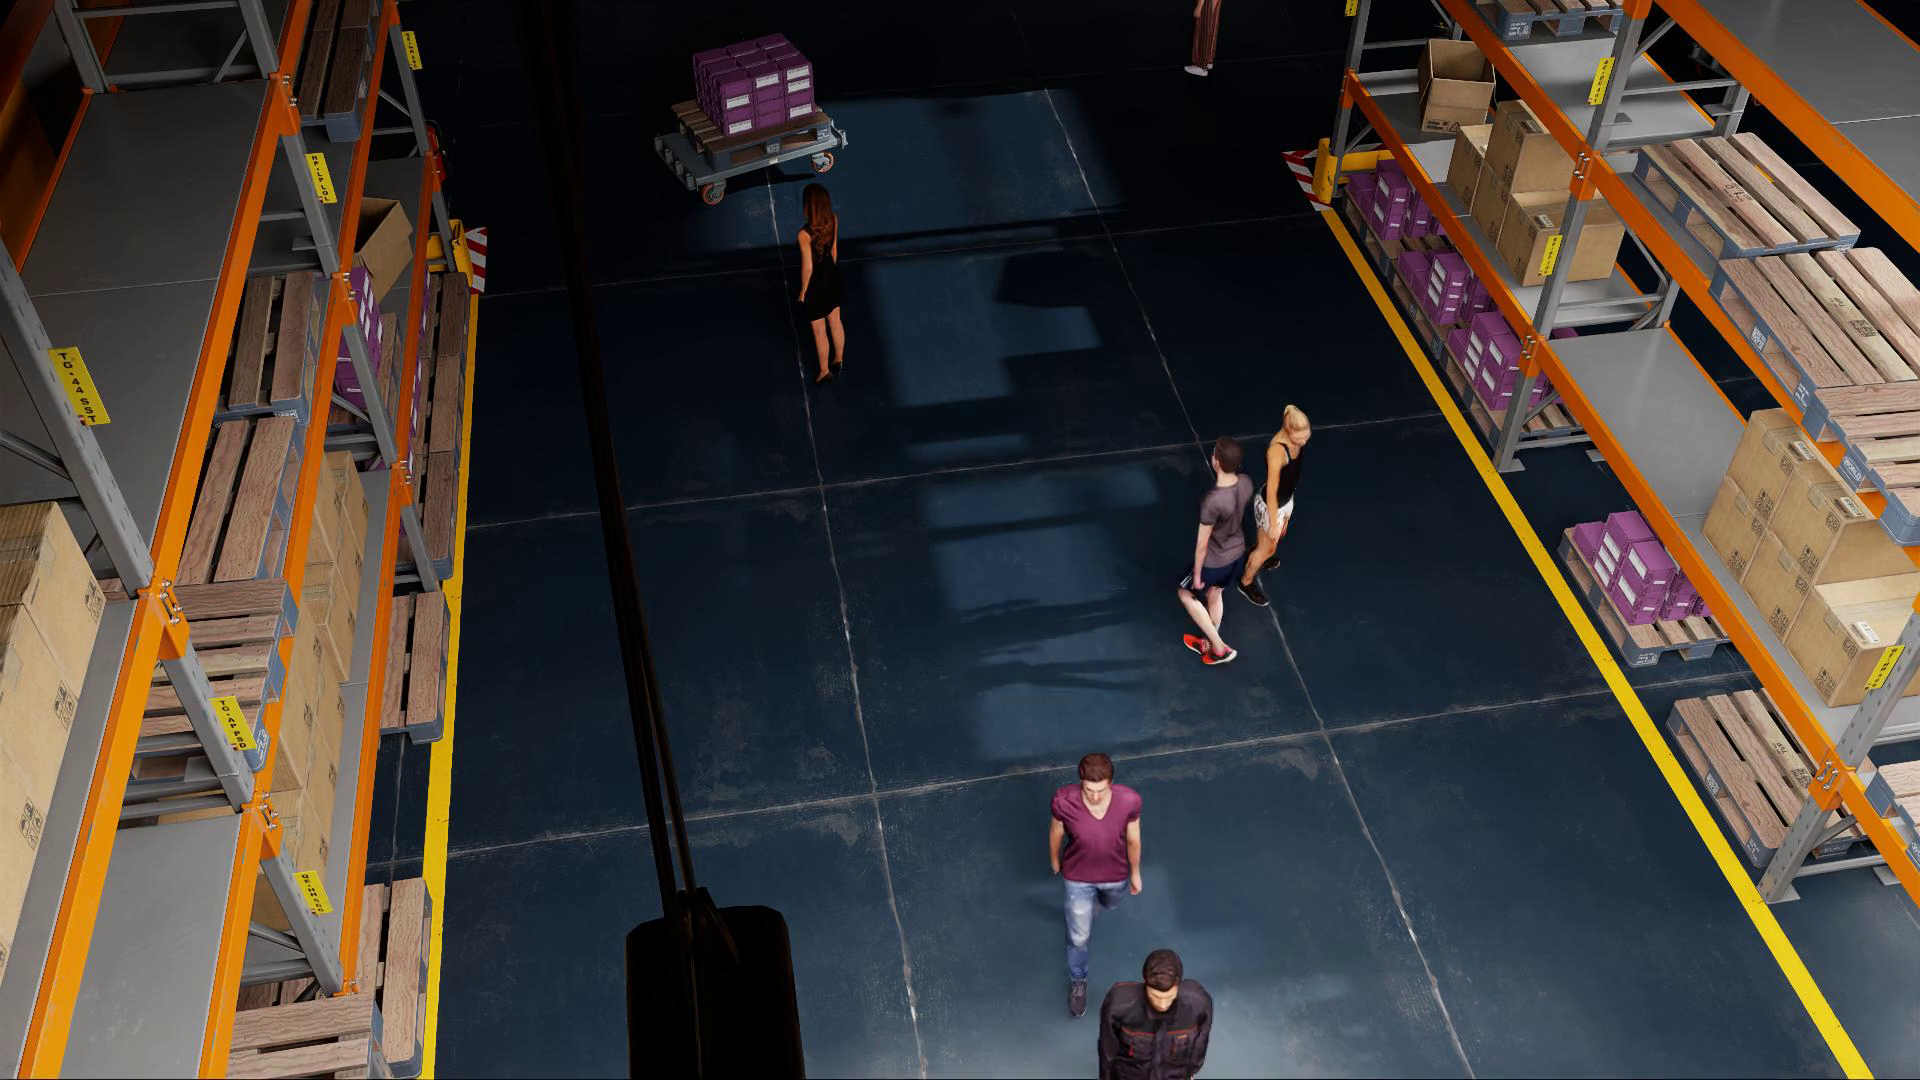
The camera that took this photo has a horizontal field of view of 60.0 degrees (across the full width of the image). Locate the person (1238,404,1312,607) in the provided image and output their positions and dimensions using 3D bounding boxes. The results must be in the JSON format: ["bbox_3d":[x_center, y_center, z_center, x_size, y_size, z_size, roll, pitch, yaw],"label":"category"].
[{"bbox_3d":[2.106,-0.292,11.329,0.923,1.812,0.834,10,45,11],"label":"person"}]

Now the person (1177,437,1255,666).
[{"bbox_3d":[1.751,0.146,10.851,0.899,1.837,0.836,33,53,30],"label":"person"}]

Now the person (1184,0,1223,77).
[{"bbox_3d":[2.547,-5.536,17.014,0.699,1.563,0.626,21,48,21],"label":"person"}]

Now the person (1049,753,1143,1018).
[{"bbox_3d":[0.752,1.733,9.198,0.753,1.819,1.161,-3,44,-3],"label":"person"}]

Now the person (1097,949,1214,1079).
[{"bbox_3d":[0.928,2.554,8.258,0.799,1.928,1.003,0,44,0],"label":"person"}]

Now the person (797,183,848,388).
[{"bbox_3d":[-1.090,-1.996,13.101,0.712,1.835,0.660,28,50,26],"label":"person"}]
